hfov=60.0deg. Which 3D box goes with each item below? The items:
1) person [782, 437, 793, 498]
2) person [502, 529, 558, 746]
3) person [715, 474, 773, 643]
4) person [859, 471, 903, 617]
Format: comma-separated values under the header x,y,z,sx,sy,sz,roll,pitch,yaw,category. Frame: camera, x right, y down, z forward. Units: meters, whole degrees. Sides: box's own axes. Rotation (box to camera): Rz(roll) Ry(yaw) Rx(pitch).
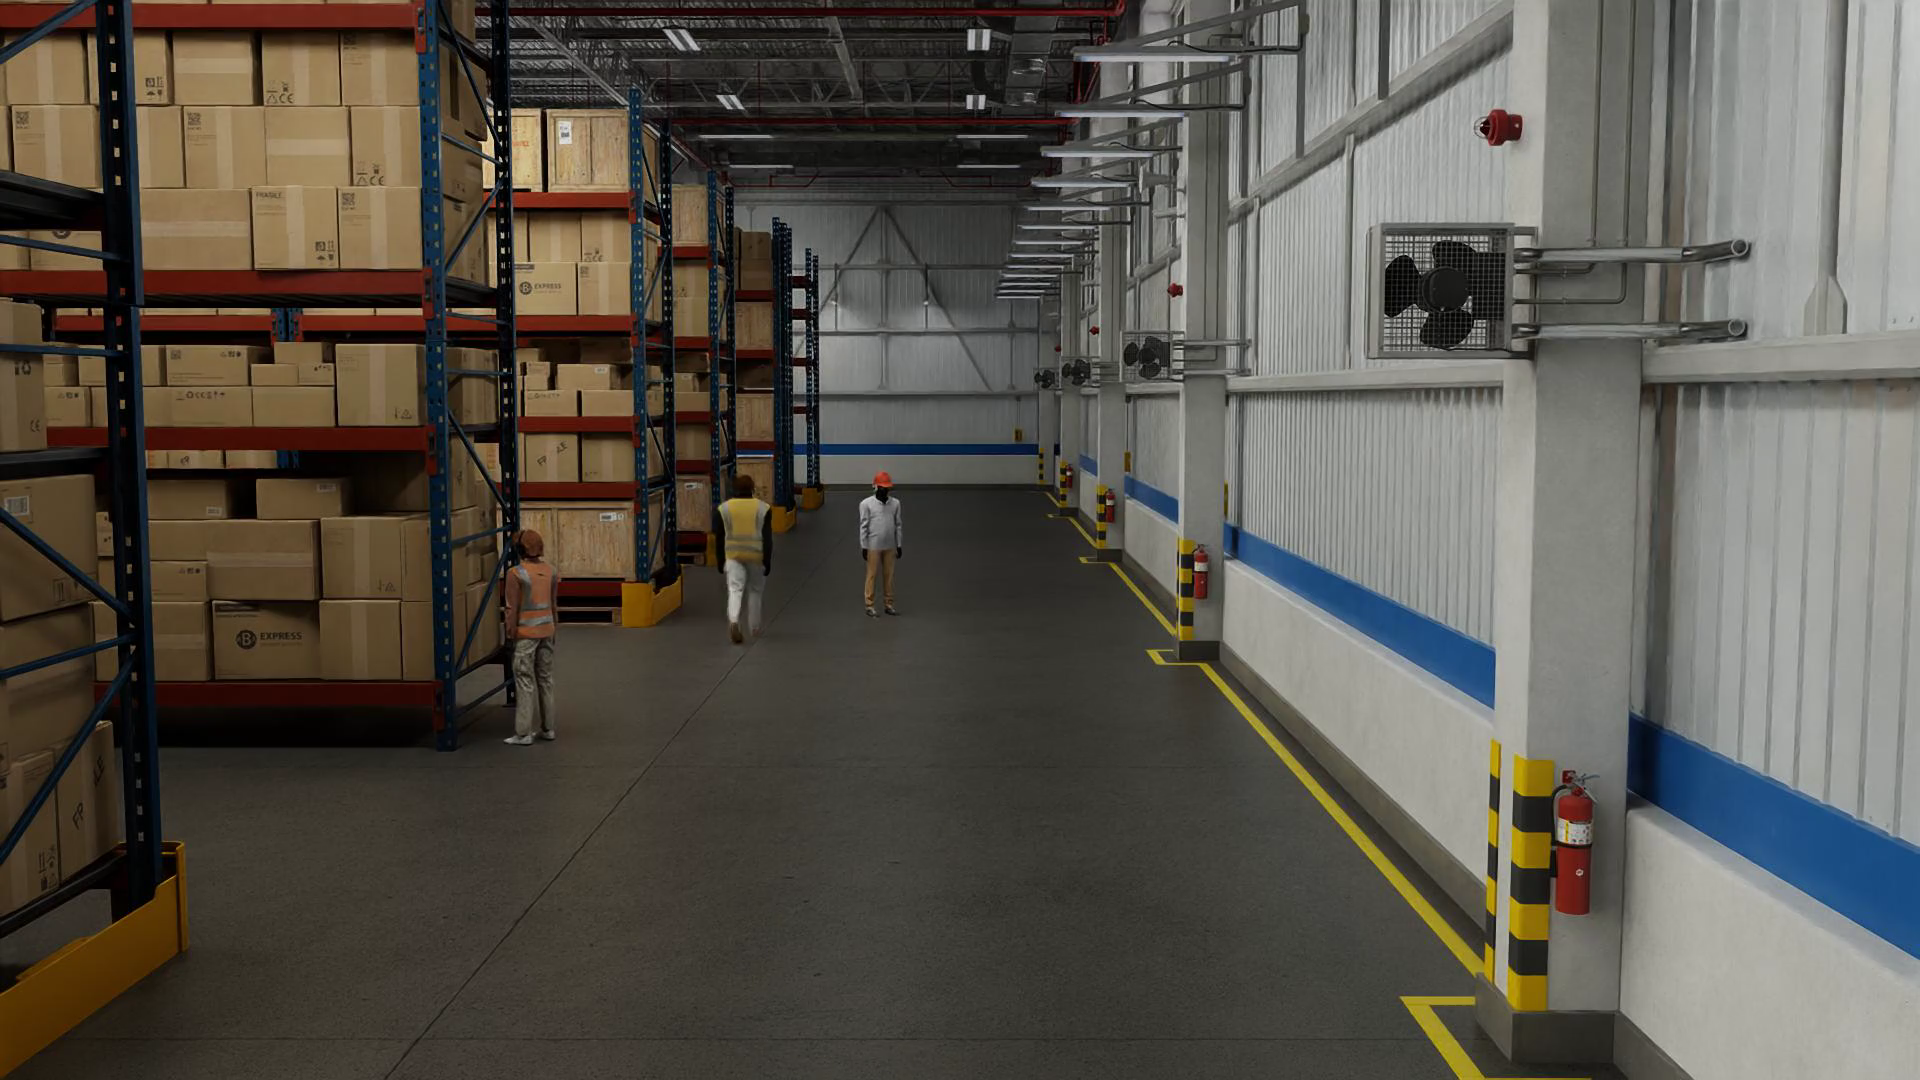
x,y,z,sx,sy,sz,roll,pitch,yaw,category
-3.959,-1.480,37.775,0.317,1.736,0.486,1,5,9,person
-3.233,0.732,12.578,0.315,1.630,0.528,3,6,29,person
-2.328,0.194,17.885,0.624,1.811,0.876,0,5,0,person
-0.930,0.051,19.853,0.566,1.744,0.349,-3,6,-31,person
